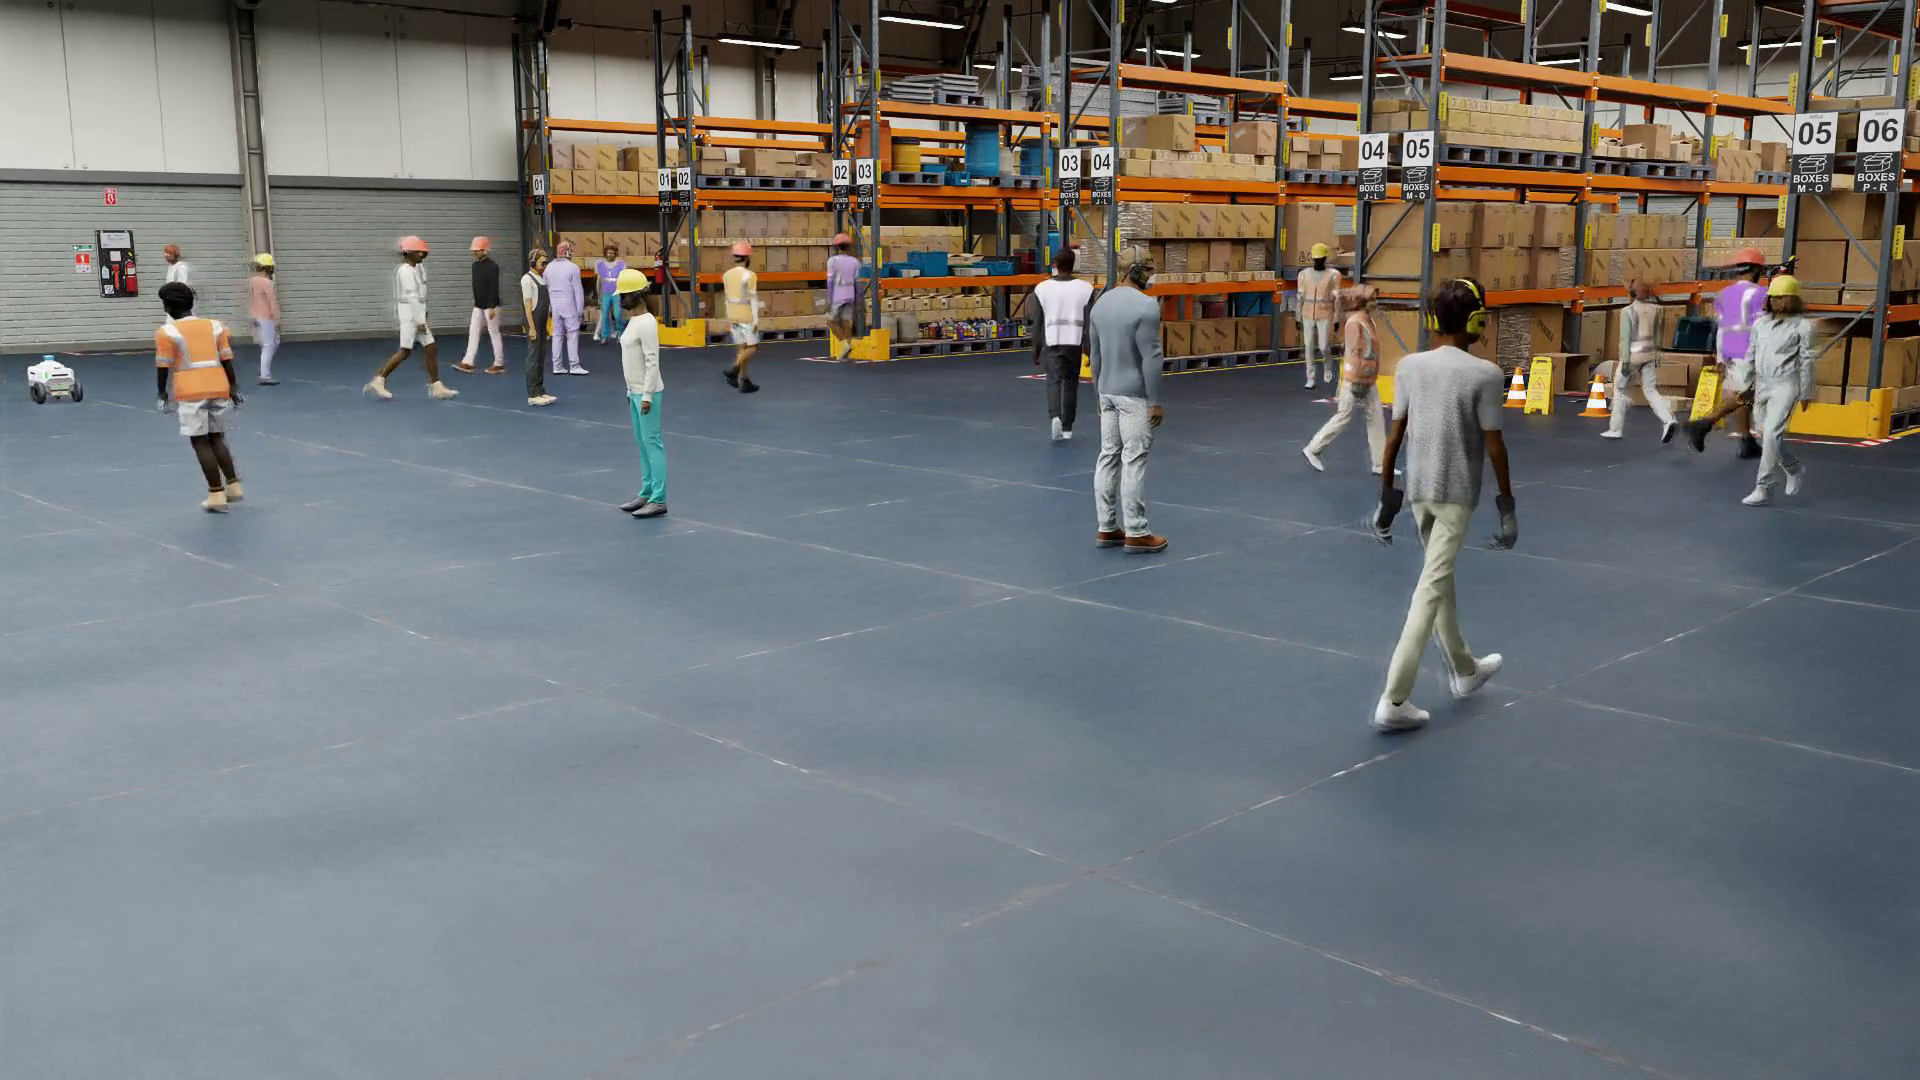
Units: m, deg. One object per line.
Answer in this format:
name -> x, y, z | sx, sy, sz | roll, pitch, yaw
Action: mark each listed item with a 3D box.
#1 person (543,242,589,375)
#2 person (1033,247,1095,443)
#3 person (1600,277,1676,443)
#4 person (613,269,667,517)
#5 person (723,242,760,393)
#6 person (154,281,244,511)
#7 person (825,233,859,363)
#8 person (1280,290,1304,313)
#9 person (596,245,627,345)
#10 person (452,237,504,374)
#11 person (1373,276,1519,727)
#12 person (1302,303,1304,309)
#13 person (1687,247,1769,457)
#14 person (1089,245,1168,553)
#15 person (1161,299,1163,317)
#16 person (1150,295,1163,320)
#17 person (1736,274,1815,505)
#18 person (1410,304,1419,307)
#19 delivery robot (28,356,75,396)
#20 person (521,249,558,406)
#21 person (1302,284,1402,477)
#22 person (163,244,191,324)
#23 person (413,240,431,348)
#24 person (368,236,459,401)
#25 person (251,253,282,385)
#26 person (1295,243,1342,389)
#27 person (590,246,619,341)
person -> -5.678, -3.342, 24.022 | 0.651, 1.906, 0.403 | 5, 12, 26
person -> 1.009, -1.905, 16.245 | 0.597, 1.891, 0.863 | 0, 10, 2
person -> 6.647, -1.752, 16.179 | 0.518, 1.606, 0.797 | -5, 11, -25
person -> -2.301, -1.054, 11.945 | 0.327, 1.761, 0.522 | -5, 11, -23
person -> -2.807, -2.834, 21.209 | 0.548, 1.919, 0.611 | 7, 13, 35
person -> -5.548, -1.047, 12.128 | 0.472, 1.662, 0.549 | 6, 12, 31
person -> -1.870, -3.822, 26.300 | 0.630, 2.026, 0.437 | -9, 14, -42
person -> 5.733, -4.283, 29.085 | 0.579, 1.926, 0.387 | 9, 14, 40
person -> -6.393, -4.492, 30.518 | 0.579, 1.820, 0.454 | 0, 10, 2
person -> -6.944, -3.377, 24.019 | 0.645, 1.973, 0.732 | 8, 13, 38
person -> 2.047, -0.164, 6.910 | 0.978, 1.827, 0.543 | -8, 13, -36
person -> 8.536, -6.392, 40.410 | 0.396, 1.991, 0.623 | -7, 13, -35
person -> 6.984, -1.690, 15.031 | 0.804, 1.901, 0.576 | -2, 11, -11
person -> 1.073, -0.901, 10.632 | 0.375, 1.936, 0.627 | -7, 12, -32
person -> 4.663, -5.930, 38.469 | 0.596, 1.781, 0.938 | 10, 14, 43
person -> 4.484, -5.830, 37.636 | 0.620, 1.894, 0.746 | 0, 10, -2
person -> 6.209, -1.143, 12.554 | 0.752, 1.715, 0.485 | -5, 12, -25
person -> 6.615, -3.218, 23.260 | 0.646, 1.932, 0.445 | 10, 15, 44
delivery robot -> -11.059, -1.999, 20.228 | 0.477, 0.478, 0.707 | -11, 15, -43
person -> -5.028, -2.537, 19.811 | 0.346, 1.840, 0.505 | 1, 10, 4
person -> 3.305, -1.351, 13.984 | 0.806, 1.606, 0.527 | 6, 12, 31
person -> -12.658, -3.846, 26.897 | 0.651, 1.854, 0.542 | 10, 14, 43
person -> -9.640, -4.380, 29.636 | 0.510, 1.917, 0.562 | -1, 10, -3
person -> -6.765, -2.717, 20.363 | 1.010, 2.004, 0.609 | -2, 11, -10
person -> -9.327, -2.980, 22.442 | 0.560, 1.749, 0.426 | 10, 14, 43
person -> 4.720, -2.957, 21.919 | 0.590, 1.903, 0.485 | 5, 12, 26
person -> -6.734, -4.715, 31.777 | 0.579, 1.805, 0.975 | 4, 11, 20
